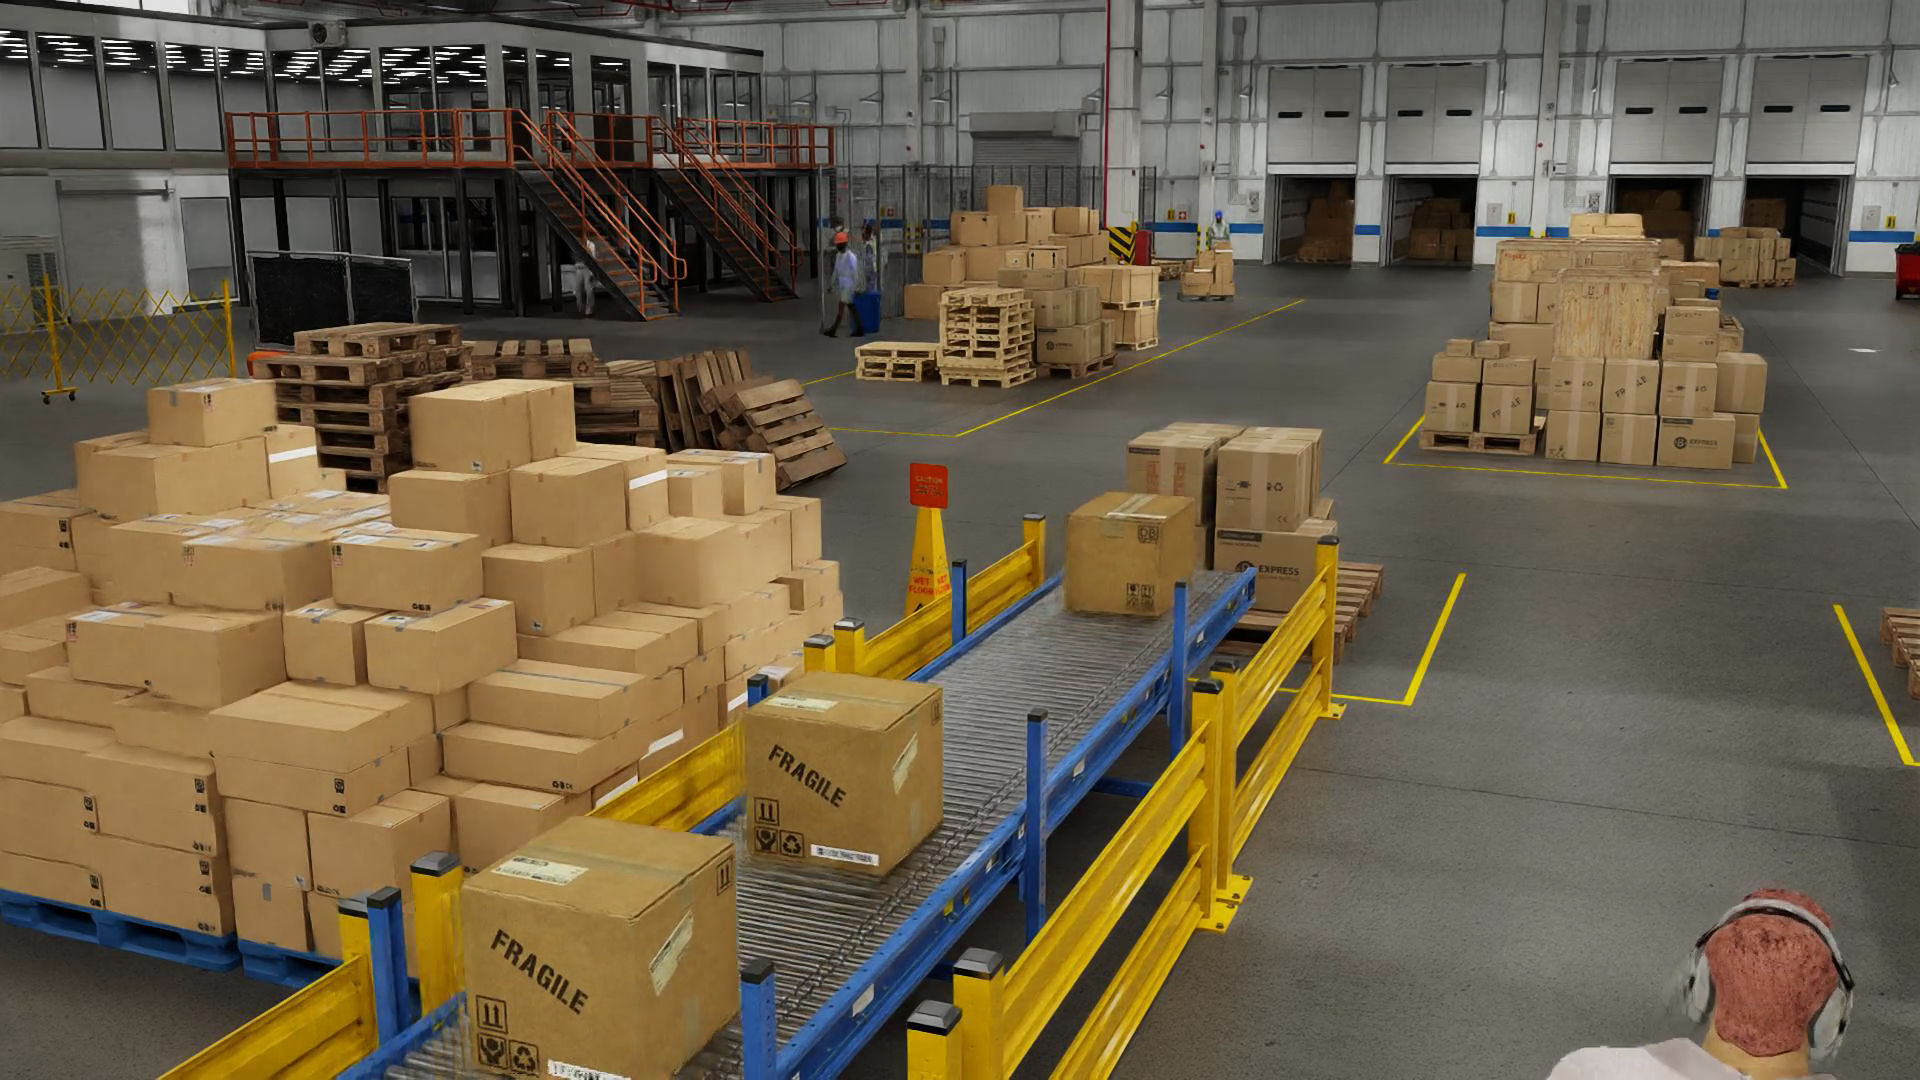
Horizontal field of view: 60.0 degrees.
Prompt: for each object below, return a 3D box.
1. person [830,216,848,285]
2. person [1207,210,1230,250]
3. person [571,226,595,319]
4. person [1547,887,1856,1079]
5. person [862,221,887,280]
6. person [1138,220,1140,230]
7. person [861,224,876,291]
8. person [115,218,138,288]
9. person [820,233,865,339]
[{"bbox_3d":[-3.086,-7.483,43.127,0.519,1.831,0.395,2,13,7],"label":"person"},{"bbox_3d":[7.062,-8.040,45.444,0.604,1.917,0.834,1,13,3],"label":"person"},{"bbox_3d":[-7.658,-5.422,33.813,0.581,1.871,0.480,7,14,27],"label":"person"},{"bbox_3d":[1.298,1.474,2.897,0.648,1.855,0.999,6,14,26],"label":"person"},{"bbox_3d":[-1.955,-6.414,38.335,0.595,1.835,0.979,1,13,6],"label":"person"},{"bbox_3d":[5.333,-9.368,51.558,0.626,1.844,0.429,-8,15,-33],"label":"person"},{"bbox_3d":[-1.824,-5.447,33.821,0.397,1.911,0.587,0,13,2],"label":"person"},{"bbox_3d":[-19.926,-6.765,39.761,0.665,1.874,0.802,0,13,-2],"label":"person"},{"bbox_3d":[-2.121,-4.575,29.958,0.972,1.877,0.543,-7,14,-28],"label":"person"}]
